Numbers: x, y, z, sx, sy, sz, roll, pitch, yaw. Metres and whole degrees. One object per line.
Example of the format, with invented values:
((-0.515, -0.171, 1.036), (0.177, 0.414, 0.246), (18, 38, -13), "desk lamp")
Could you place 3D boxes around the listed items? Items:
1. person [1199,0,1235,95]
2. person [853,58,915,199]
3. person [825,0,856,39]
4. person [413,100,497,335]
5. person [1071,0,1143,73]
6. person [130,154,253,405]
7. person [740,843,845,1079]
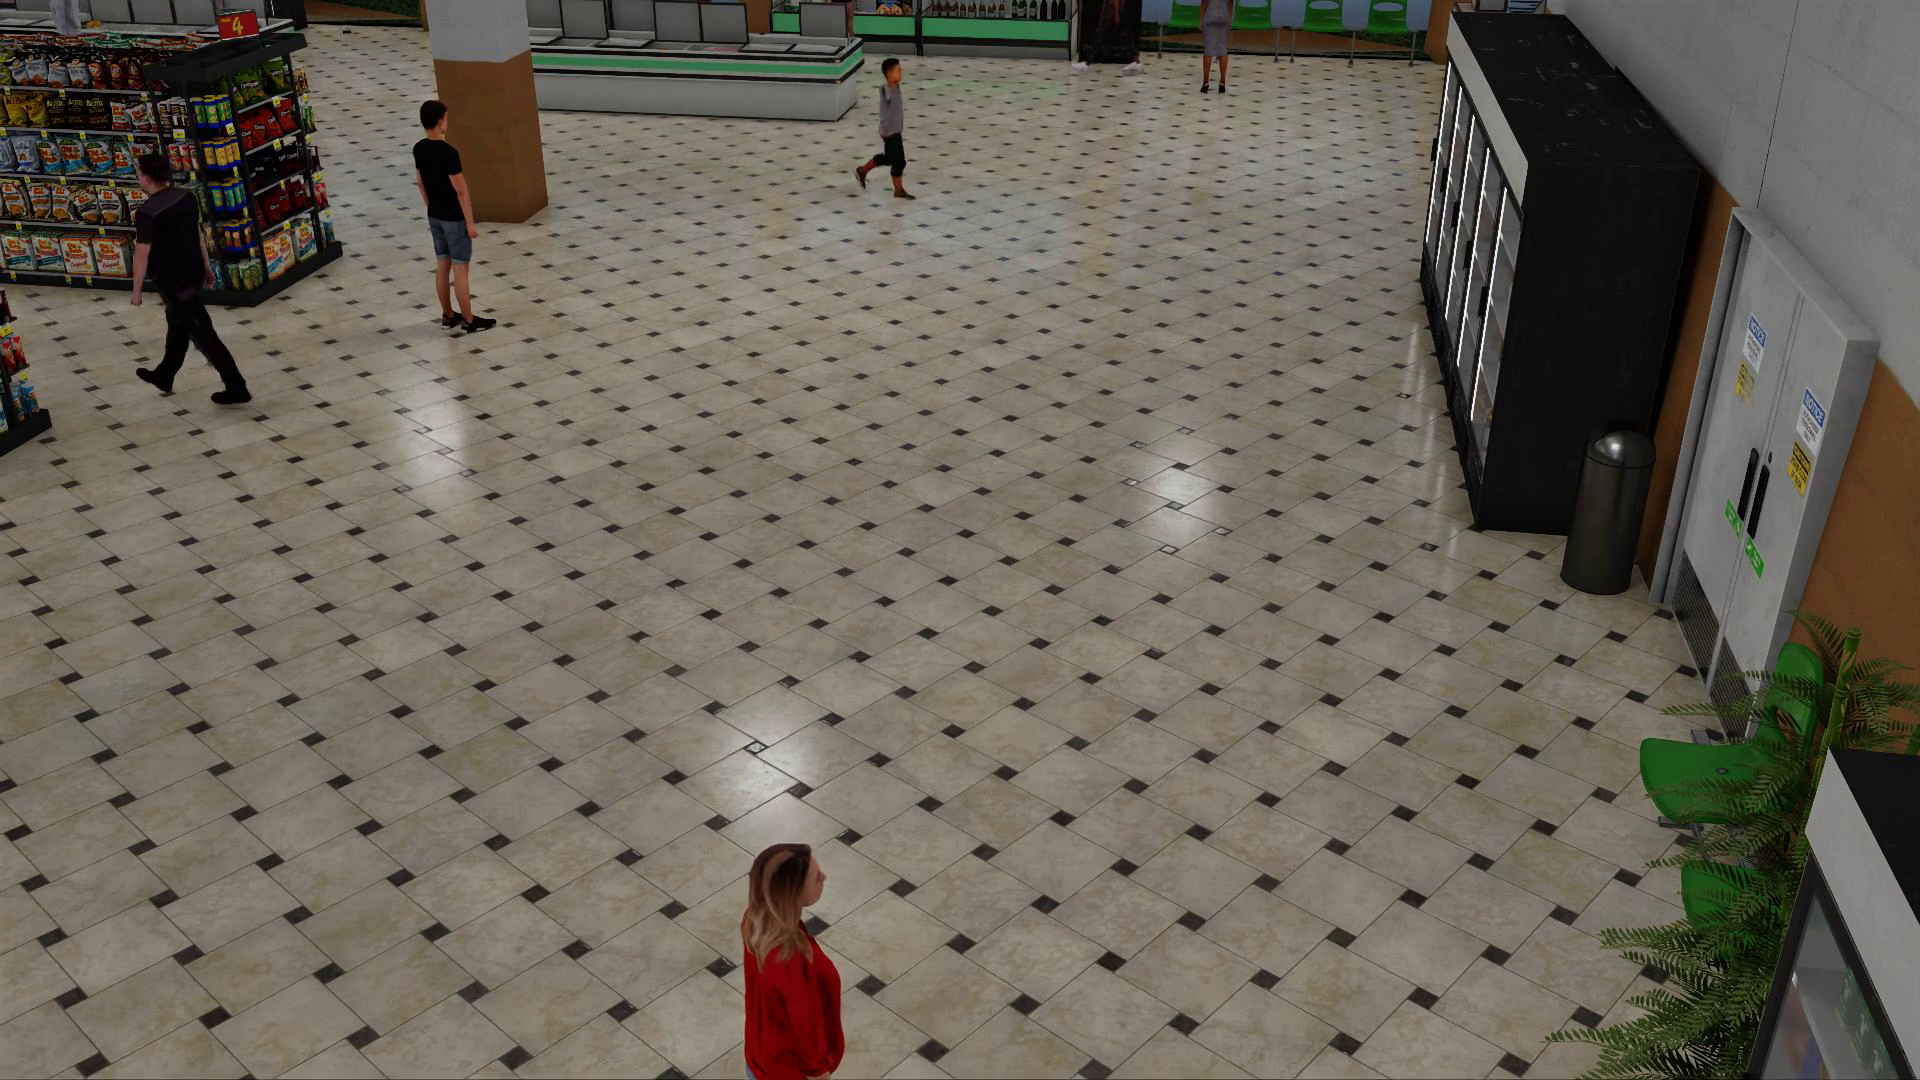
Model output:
((3.301, -6.663, 21.406), (0.492, 1.781, 0.669), (1, 27, 2), "person")
((-0.766, -4.249, 17.024), (0.958, 1.440, 0.641), (8, 28, 16), "person")
((-1.612, -7.231, 22.460), (0.723, 1.841, 0.759), (15, 31, 27), "person")
((-4.094, -2.572, 13.267), (0.645, 1.847, 0.795), (17, 31, 30), "person")
((2.161, -7.109, 22.443), (1.214, 1.639, 0.689), (1, 27, 2), "person")
((-5.445, -1.792, 11.787), (1.169, 1.794, 0.742), (5, 27, 9), "person")
((-0.525, 1.642, 5.114), (0.713, 1.704, 0.684), (-13, 30, -25), "person")
